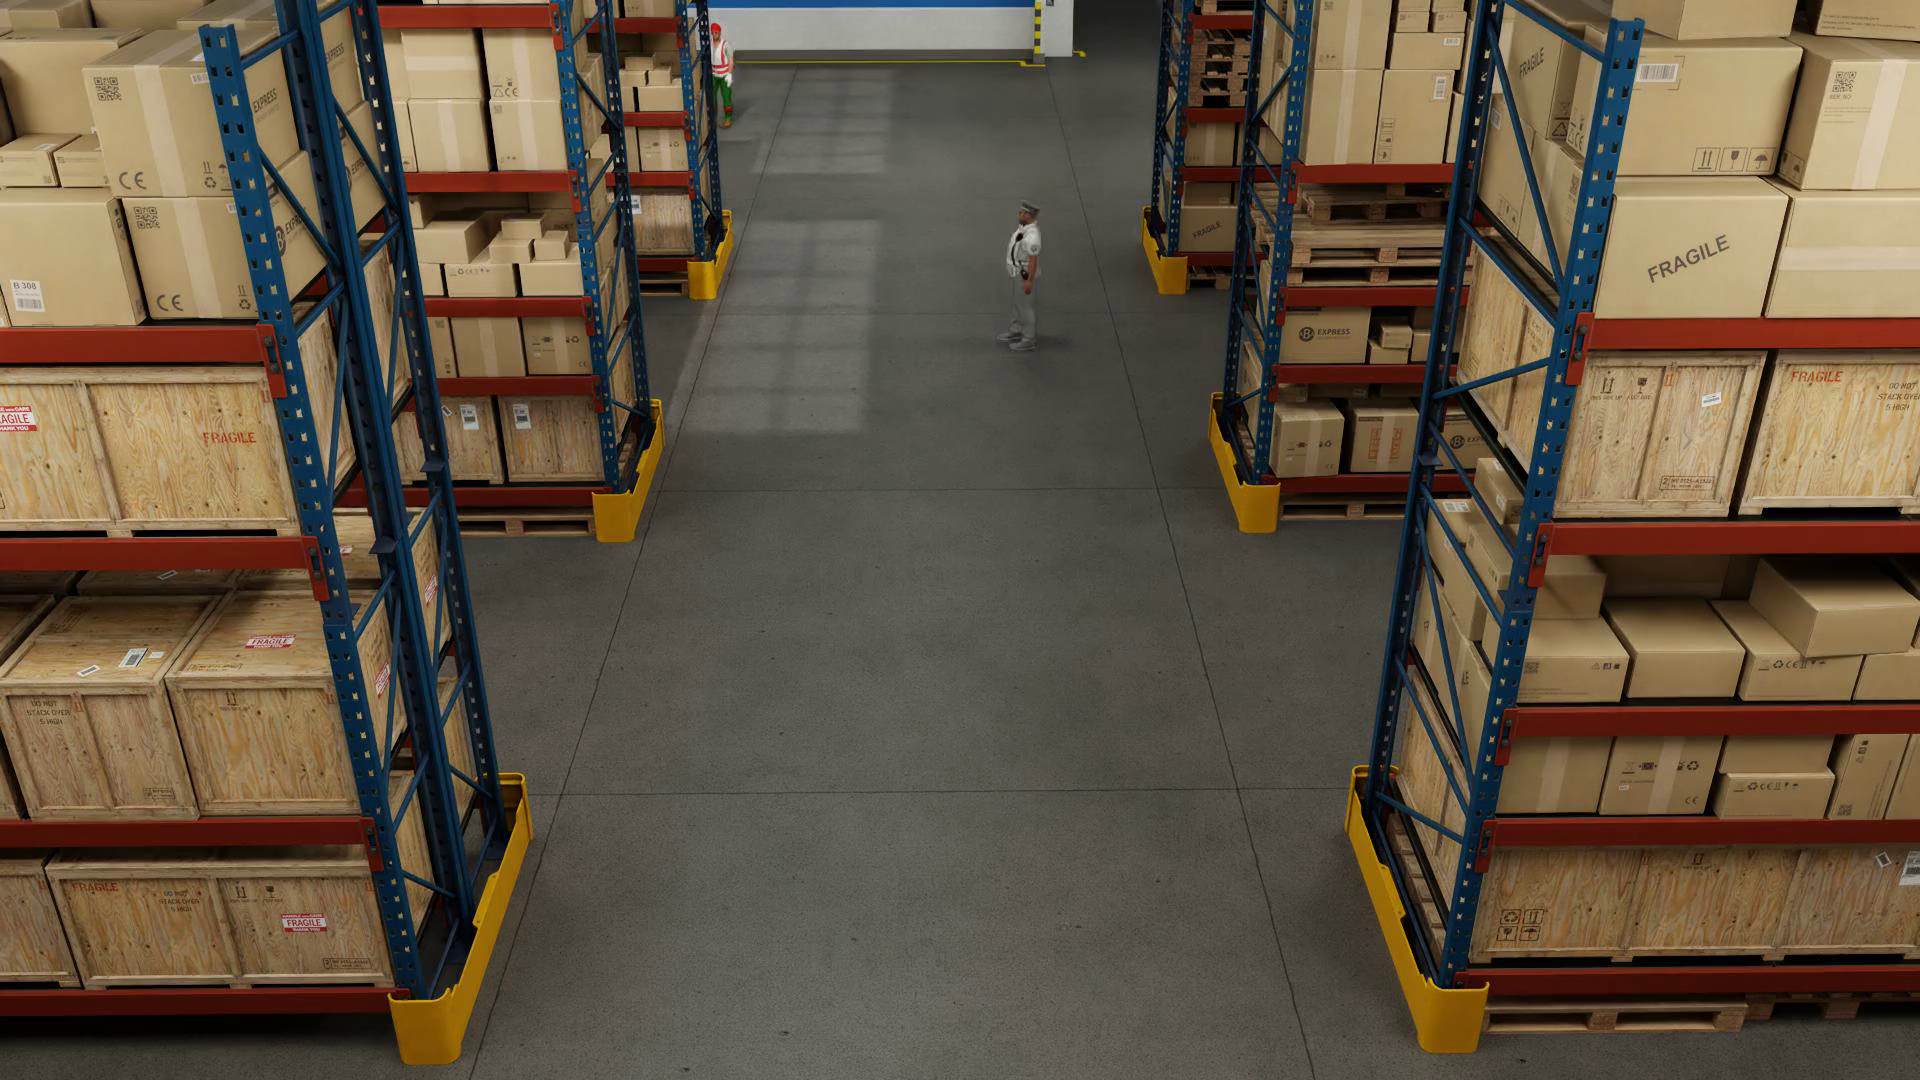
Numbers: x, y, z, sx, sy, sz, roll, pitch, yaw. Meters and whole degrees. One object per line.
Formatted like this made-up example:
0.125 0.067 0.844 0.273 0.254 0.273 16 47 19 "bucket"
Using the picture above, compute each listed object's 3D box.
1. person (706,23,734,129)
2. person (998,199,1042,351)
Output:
-4.194 -7.999 28.723 0.585 1.776 0.729 6 29 11 "person"
0.721 -3.156 19.776 0.496 1.777 0.546 -3 28 -6 "person"
